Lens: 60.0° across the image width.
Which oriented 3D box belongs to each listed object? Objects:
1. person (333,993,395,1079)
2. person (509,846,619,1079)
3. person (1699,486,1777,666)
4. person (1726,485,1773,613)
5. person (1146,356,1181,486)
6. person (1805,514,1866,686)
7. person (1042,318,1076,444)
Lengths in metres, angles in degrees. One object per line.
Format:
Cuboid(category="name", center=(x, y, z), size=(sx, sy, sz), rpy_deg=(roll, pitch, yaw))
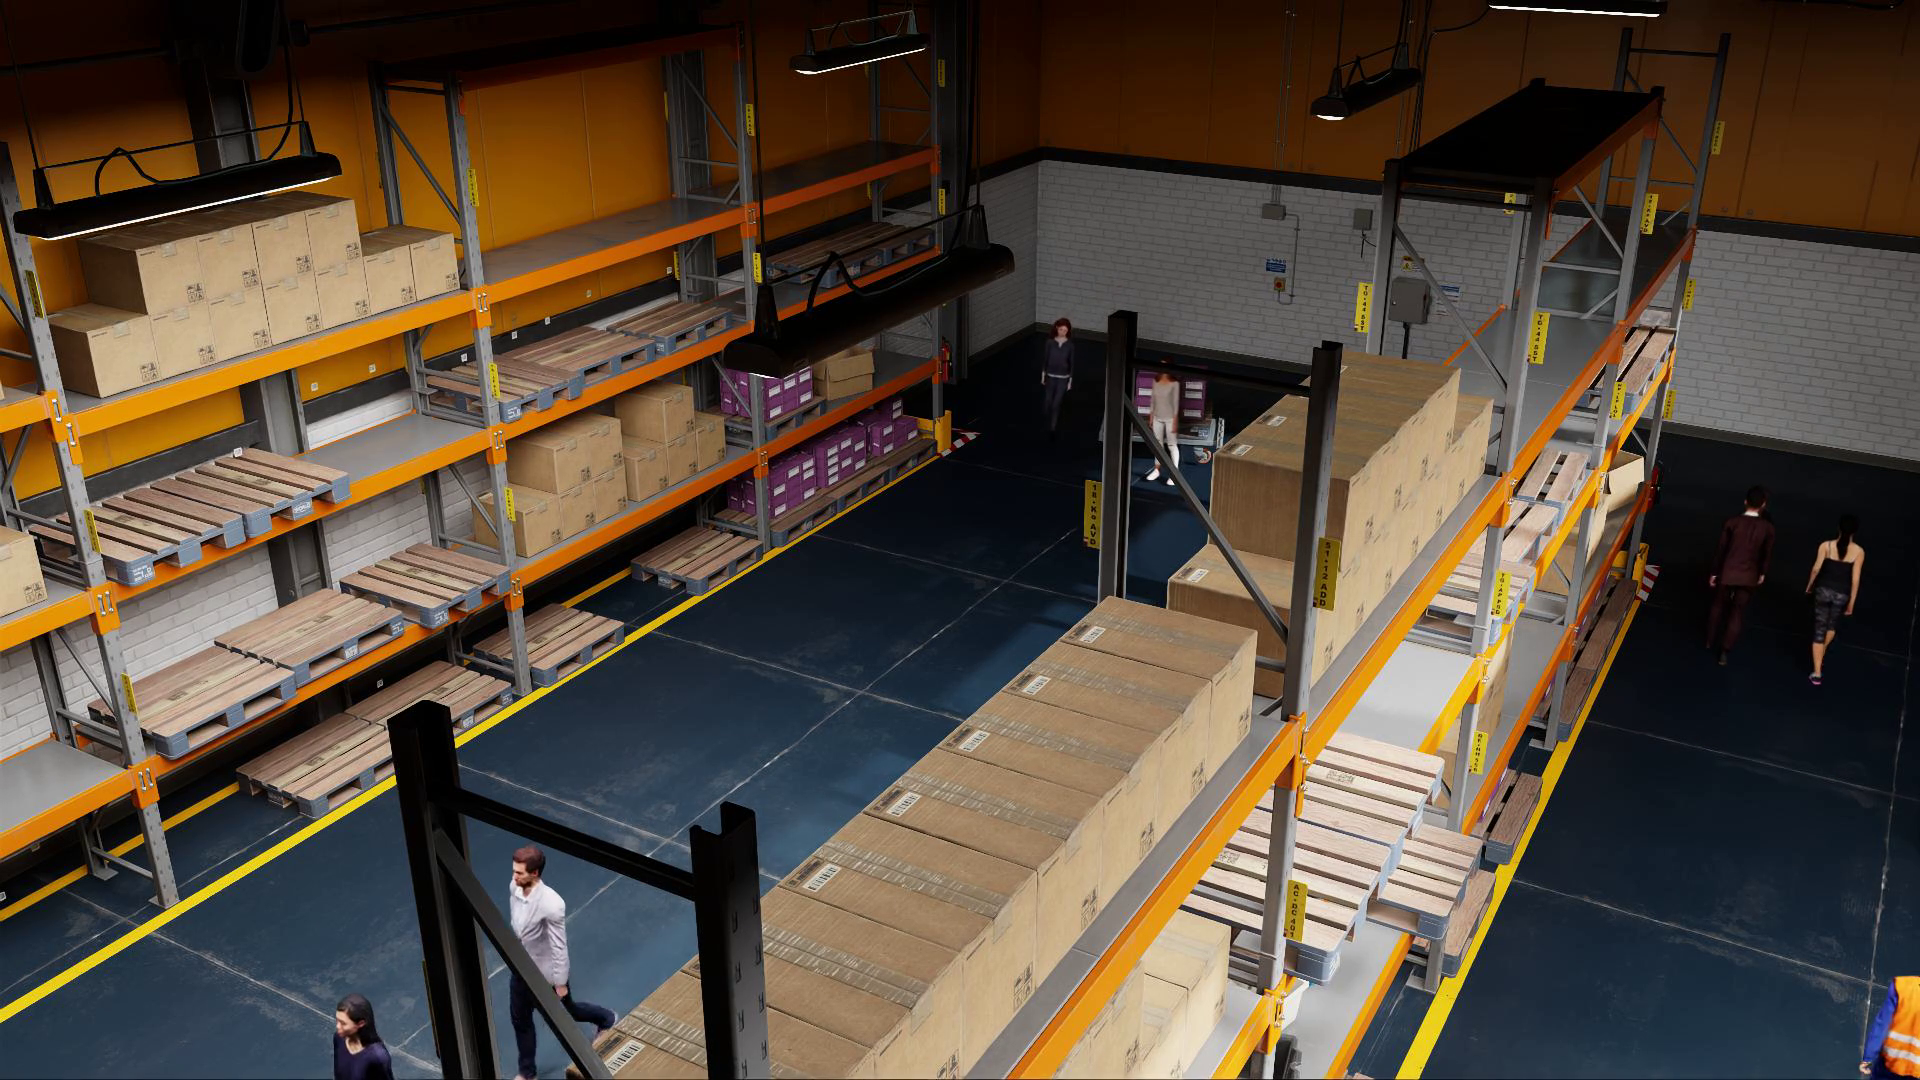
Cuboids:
Cuboid(category="person", center=(-3.480, 3.396, 10.006), size=(0.726, 1.702, 1.107), rpy_deg=(18, 29, 35))
Cuboid(category="person", center=(-2.731, 2.825, 11.162), size=(0.803, 1.821, 1.205), rpy_deg=(18, 29, 35))
Cuboid(category="person", center=(7.810, 0.396, 16.691), size=(0.747, 1.843, 0.879), rpy_deg=(10, 25, 21))
Cuboid(category="person", center=(8.327, 0.170, 17.583), size=(0.743, 1.544, 0.943), rpy_deg=(3, 24, 7))
Cuboid(category="person", center=(2.644, -1.558, 21.330), size=(0.607, 1.707, 0.580), rpy_deg=(17, 29, 34))
Cuboid(category="person", center=(8.572, 0.618, 16.377), size=(0.704, 1.689, 1.122), rpy_deg=(8, 25, 17))
Cuboid(category="person", center=(1.367, -2.196, 22.731), size=(0.688, 1.755, 0.796), rpy_deg=(10, 26, 22))
